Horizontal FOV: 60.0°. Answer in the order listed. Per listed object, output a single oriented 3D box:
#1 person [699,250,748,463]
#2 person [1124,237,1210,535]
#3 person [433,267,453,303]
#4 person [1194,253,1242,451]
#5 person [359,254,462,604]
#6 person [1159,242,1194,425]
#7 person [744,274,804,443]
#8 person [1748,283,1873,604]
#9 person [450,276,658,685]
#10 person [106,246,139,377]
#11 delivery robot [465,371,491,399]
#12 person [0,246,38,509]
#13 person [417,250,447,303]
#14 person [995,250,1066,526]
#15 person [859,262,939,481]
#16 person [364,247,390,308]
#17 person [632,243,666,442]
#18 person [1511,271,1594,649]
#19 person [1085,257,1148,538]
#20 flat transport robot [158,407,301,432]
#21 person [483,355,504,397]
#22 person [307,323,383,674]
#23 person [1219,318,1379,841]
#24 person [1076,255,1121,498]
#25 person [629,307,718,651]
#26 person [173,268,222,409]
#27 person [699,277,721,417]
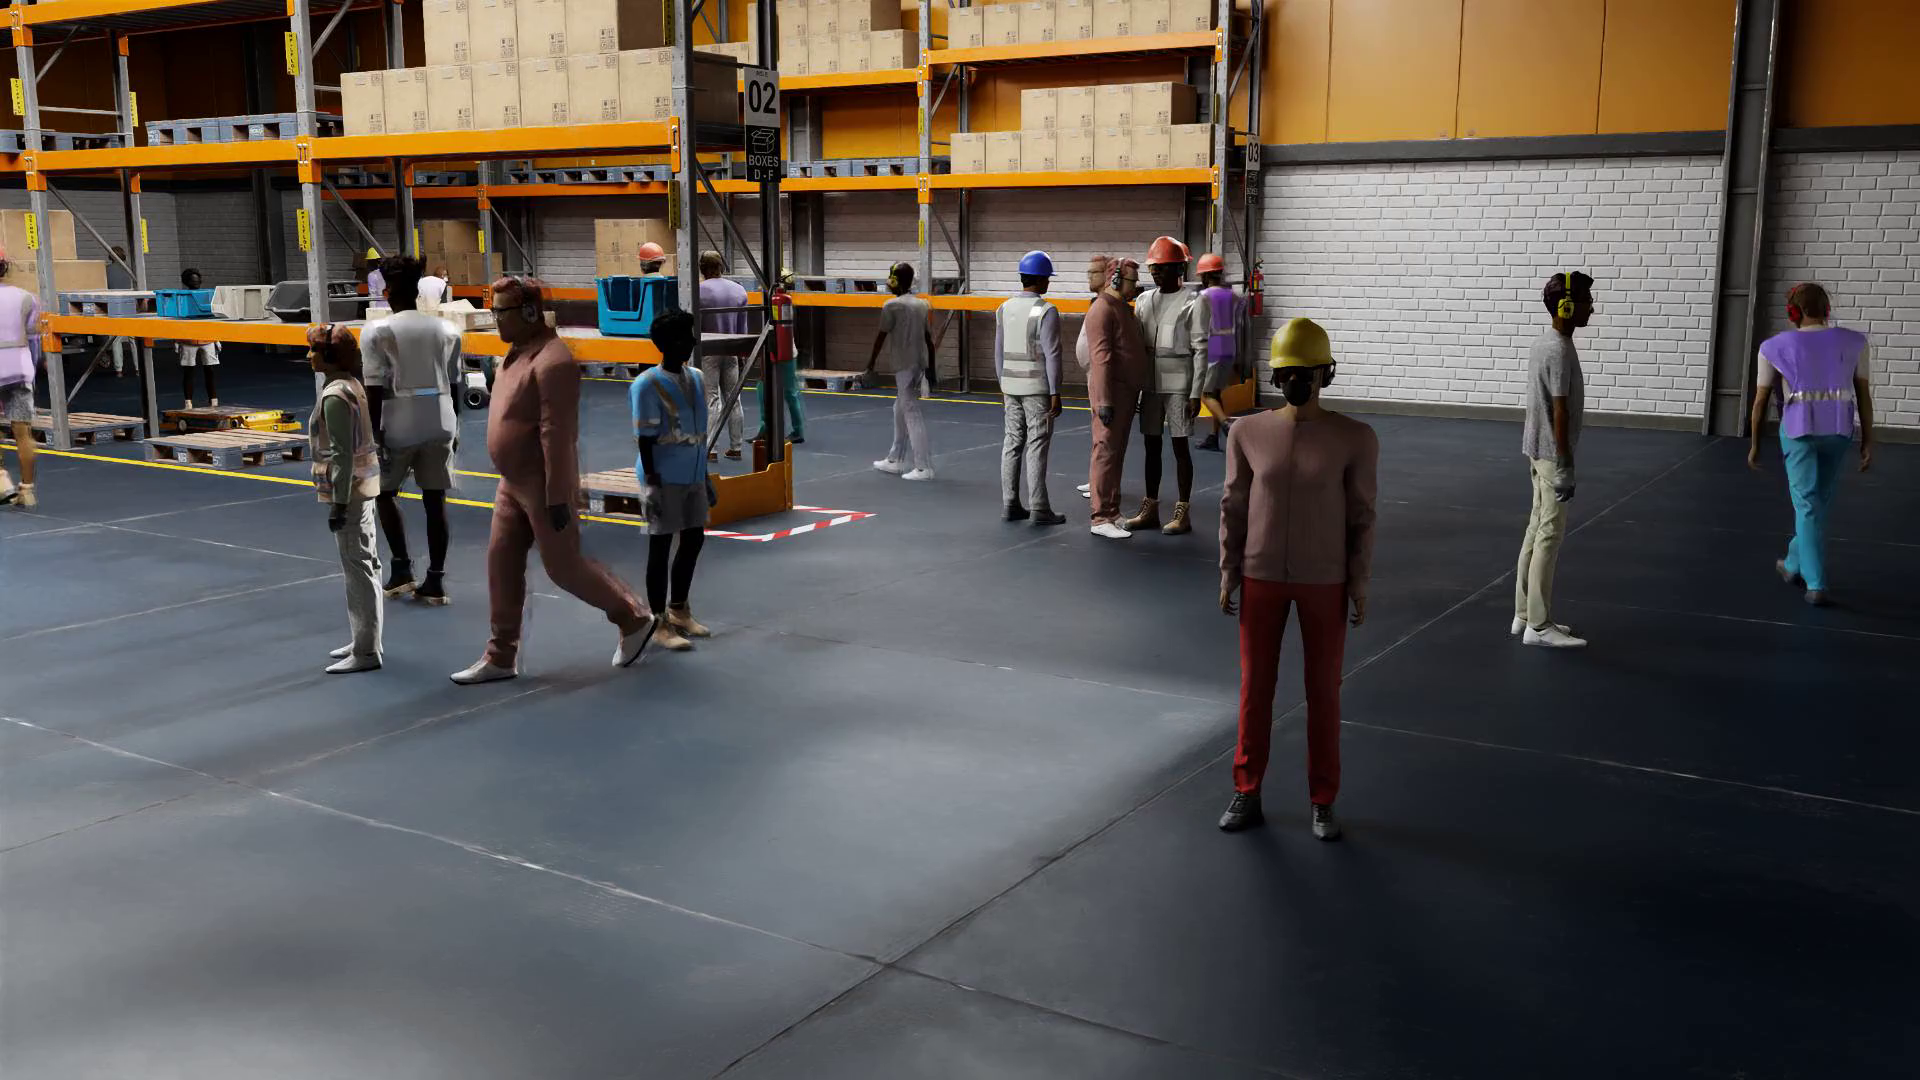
[{"bbox_3d":[-2.226,-1.668,15.173,0.627,1.935,0.373,-8,13,-36],"label":"person"},{"bbox_3d":[1.415,-1.058,11.487,0.611,2.043,0.374,9,13,40],"label":"person"},{"bbox_3d":[-7.781,-3.284,24.988,0.285,1.626,0.493,5,11,24],"label":"person"},{"bbox_3d":[2.467,-1.745,15.690,0.583,1.906,0.749,-5,12,-28],"label":"person"},{"bbox_3d":[-3.069,-0.616,9.304,0.611,1.940,0.599,-9,13,-40],"label":"person"},{"bbox_3d":[2.350,-2.256,18.256,0.396,1.992,0.622,-1,10,-3],"label":"person"},{"bbox_3d":[-1.852,-1.794,16.398,0.720,1.728,0.541,-5,11,-26],"label":"person"},{"bbox_3d":[4.832,-0.562,9.490,0.573,1.767,0.978,2,10,11],"label":"person"},{"bbox_3d":[-1.888,-0.278,7.653,0.893,1.870,0.656,-7,12,-34],"label":"person"},{"bbox_3d":[-12.437,-3.386,24.675,0.637,1.938,0.355,-6,12,-31],"label":"person"},{"bbox_3d":[-5.583,-1.911,20.078,0.707,0.478,0.477,-1,10,-6],"label":"delivery robot"},{"bbox_3d":[-7.189,-1.224,12.466,0.483,2.028,0.618,8,13,38],"label":"person"},{"bbox_3d":[-6.199,-2.381,19.204,0.582,1.911,0.391,-4,11,-20],"label":"person"},{"bbox_3d":[0.511,-1.080,11.872,0.404,1.945,0.615,-9,13,-40],"label":"person"},{"bbox_3d":[-0.542,-1.431,14.150,0.870,1.834,0.534,8,13,37],"label":"person"},{"bbox_3d":[-8.448,-3.297,24.251,0.401,1.918,0.588,2,10,13],"label":"person"},{"bbox_3d":[-3.054,-1.966,16.649,0.382,1.995,0.612,10,14,43],"label":"person"},{"bbox_3d":[2.987,-0.401,8.325,0.318,1.870,0.532,1,10,6],"label":"person"},{"bbox_3d":[1.085,-0.977,11.427,0.407,1.905,0.638,4,11,19],"label":"person"},{"bbox_3d":[-7.720,-1.267,17.556,1.431,0.197,0.652,6,12,28],"label":"flat transport robot"},{"bbox_3d":[-3.972,-1.439,14.734,0.514,1.634,0.312,-8,13,-38],"label":"person"},{"bbox_3d":[-2.883,-0.195,7.820,0.314,1.641,0.515,-2,10,-13],"label":"person"},{"bbox_3d":[1.133,0.137,5.637,0.525,1.769,0.316,3,11,18],"label":"person"},{"bbox_3d":[1.115,-1.283,13.115,0.408,1.905,0.654,0,10,-1],"label":"person"},{"bbox_3d":[-1.422,-0.308,8.297,0.324,1.697,0.540,6,12,29],"label":"person"},{"bbox_3d":[-8.830,-2.287,19.243,0.541,1.700,0.315,-5,12,-27],"label":"person"},{"bbox_3d":[-2.880,-2.113,18.498,0.507,1.623,0.294,2,10,9],"label":"person"}]
